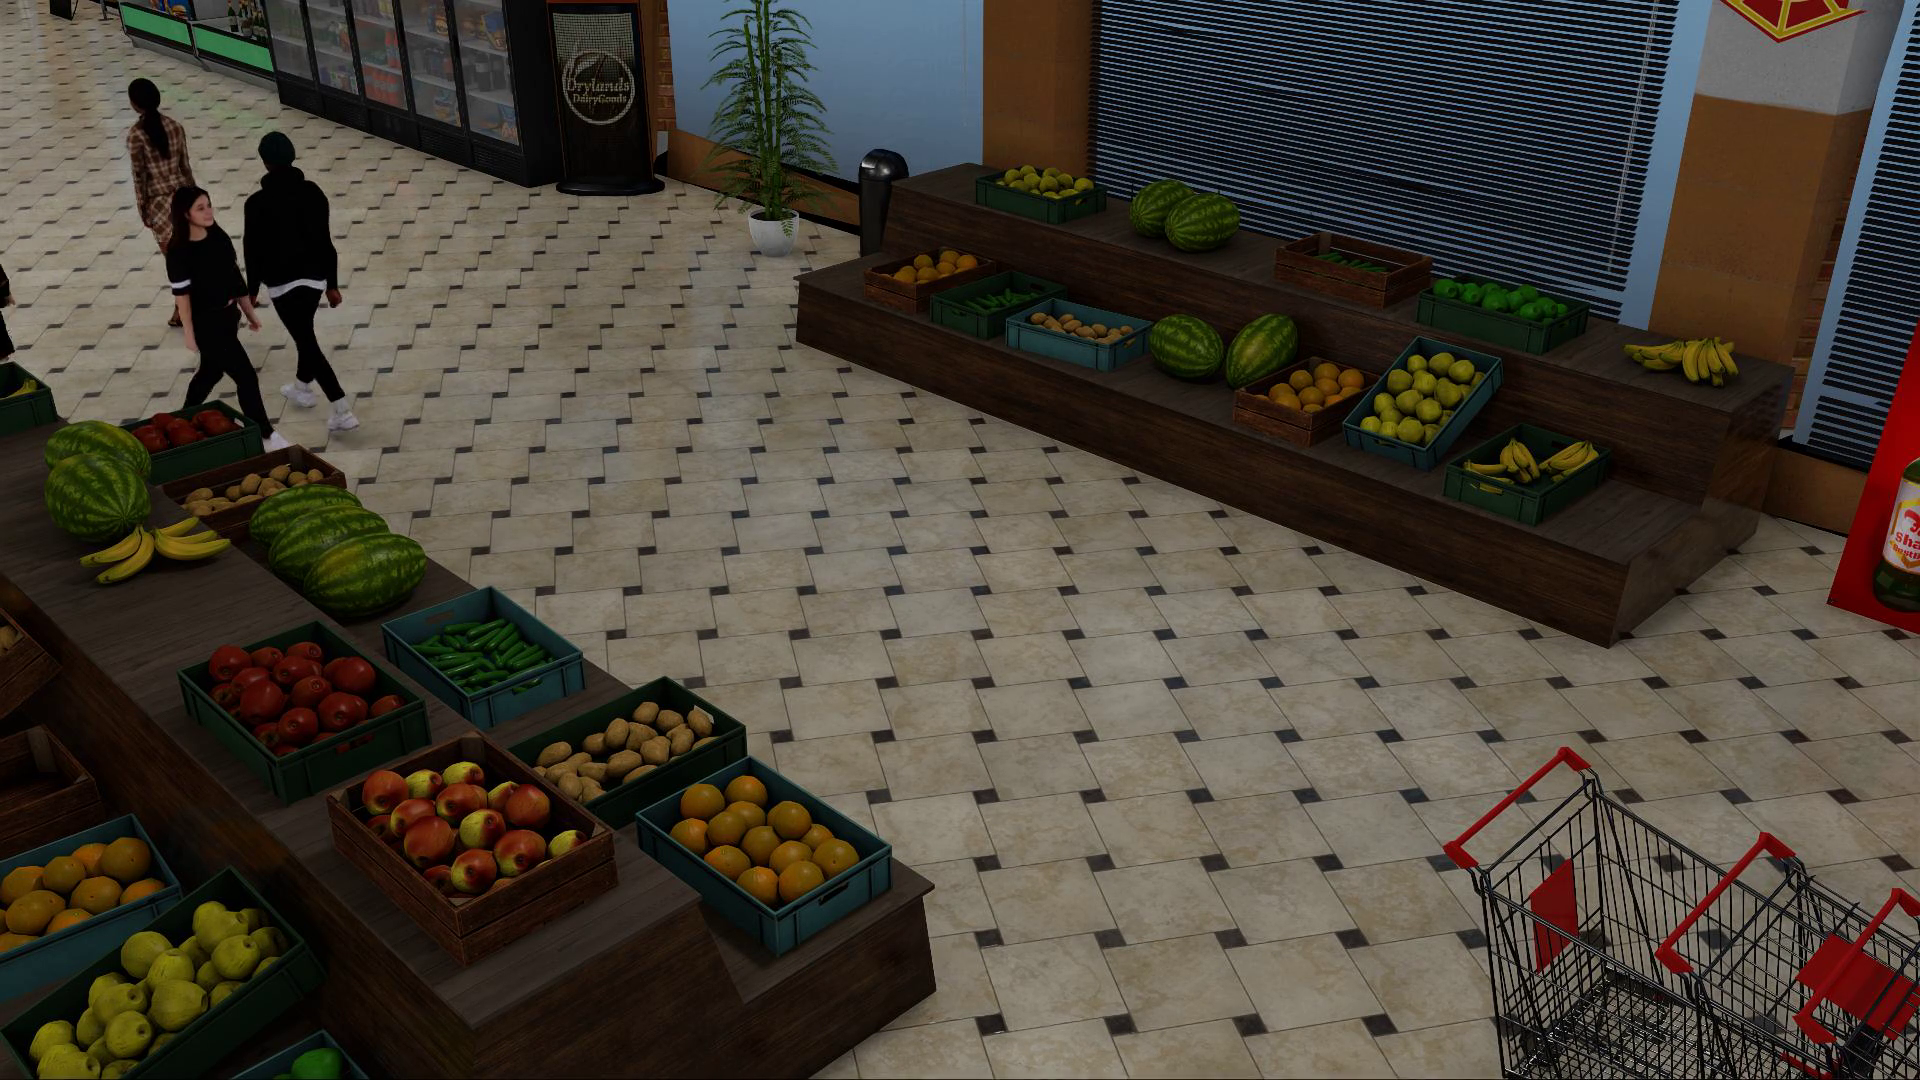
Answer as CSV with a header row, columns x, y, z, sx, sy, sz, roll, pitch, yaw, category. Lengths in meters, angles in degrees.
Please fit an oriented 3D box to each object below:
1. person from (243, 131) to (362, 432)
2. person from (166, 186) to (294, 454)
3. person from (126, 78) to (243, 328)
x,y,z,sx,sy,sz,roll,pitch,yaw,category
-3.909,-1.488,9.912,1.258,1.778,0.818,18,32,31,person
-4.364,-1.239,9.619,1.186,1.599,0.960,7,28,14,person
-5.338,-2.230,11.386,1.083,1.768,0.768,14,30,25,person
